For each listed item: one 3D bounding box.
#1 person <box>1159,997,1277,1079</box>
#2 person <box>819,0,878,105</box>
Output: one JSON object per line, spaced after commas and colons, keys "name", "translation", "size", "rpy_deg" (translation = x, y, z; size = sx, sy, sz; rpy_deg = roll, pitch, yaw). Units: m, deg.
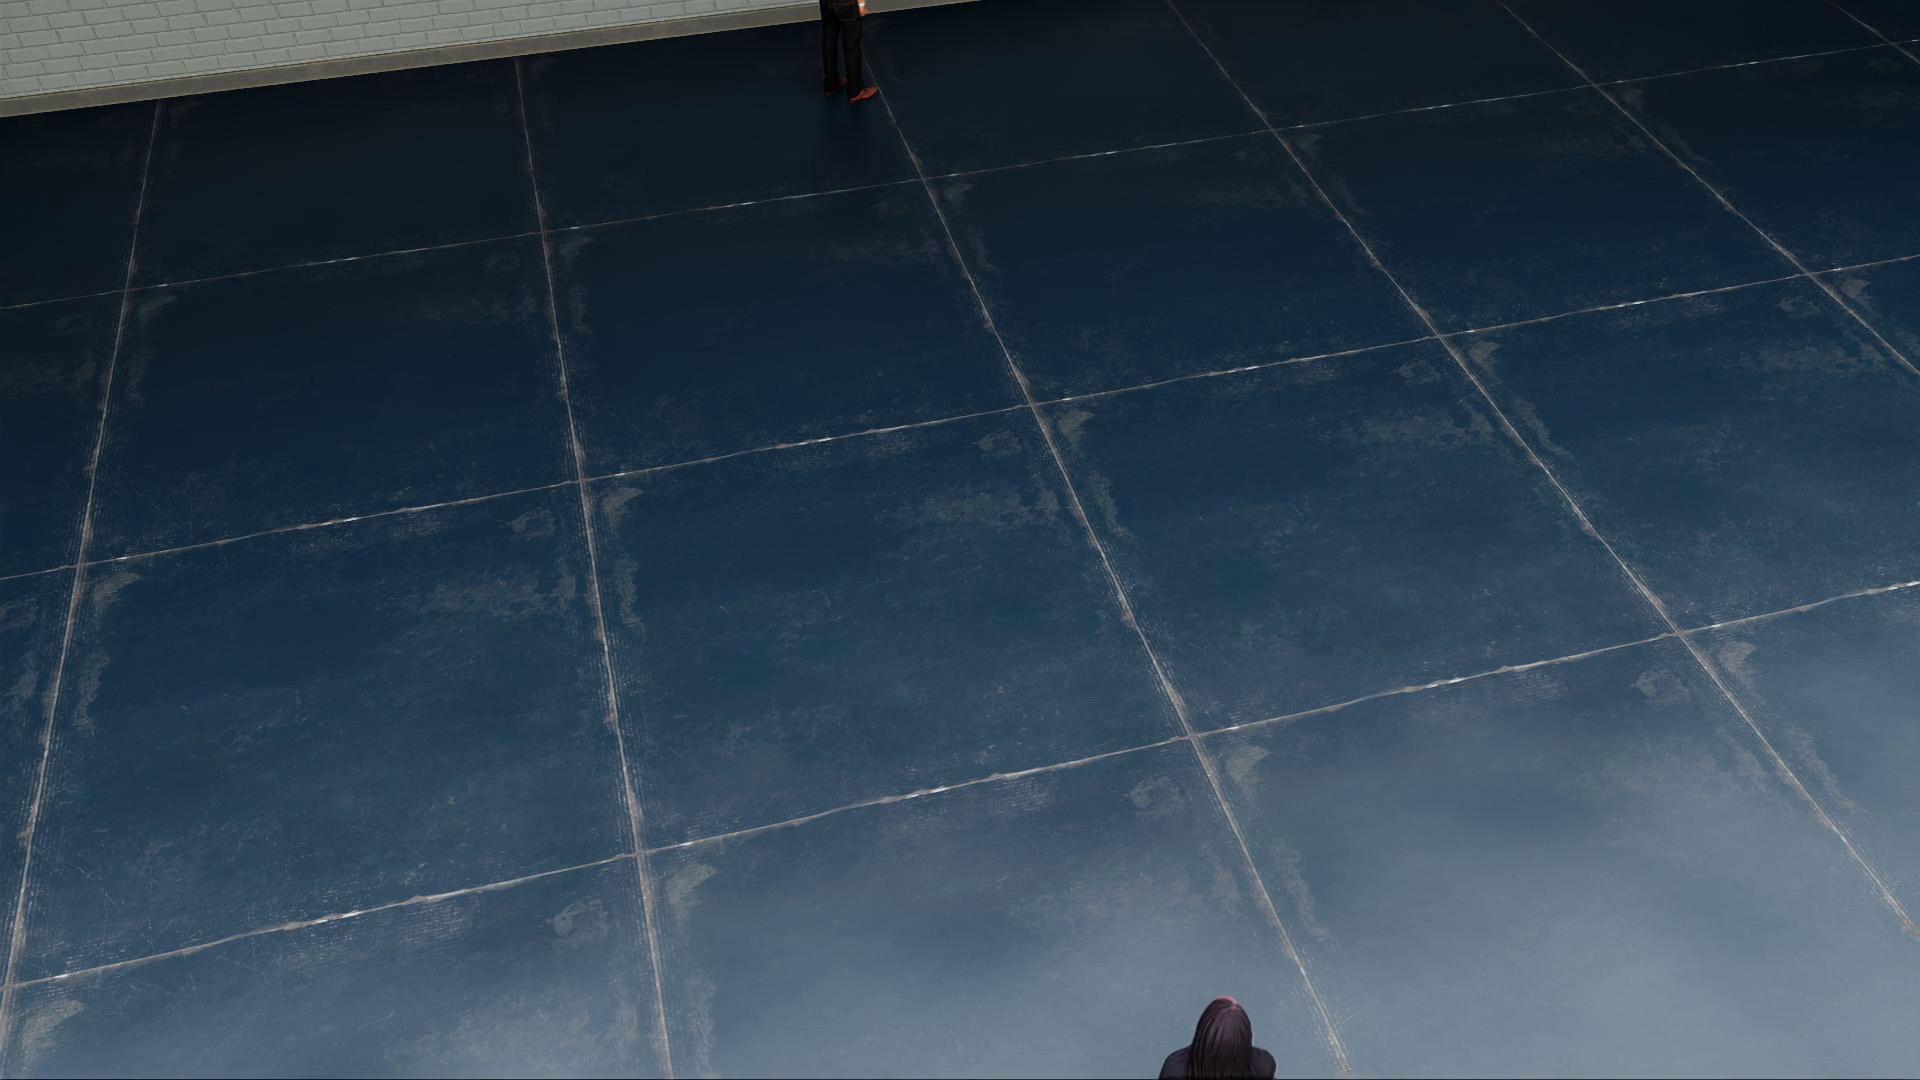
{"name": "person", "translation": [0.948, 2.304, 6.453], "size": [0.631, 1.728, 0.624], "rpy_deg": [-6, 43, -6]}
{"name": "person", "translation": [-0.989, -4.464, 13.682], "size": [0.743, 1.754, 0.816], "rpy_deg": [25, 48, 24]}
